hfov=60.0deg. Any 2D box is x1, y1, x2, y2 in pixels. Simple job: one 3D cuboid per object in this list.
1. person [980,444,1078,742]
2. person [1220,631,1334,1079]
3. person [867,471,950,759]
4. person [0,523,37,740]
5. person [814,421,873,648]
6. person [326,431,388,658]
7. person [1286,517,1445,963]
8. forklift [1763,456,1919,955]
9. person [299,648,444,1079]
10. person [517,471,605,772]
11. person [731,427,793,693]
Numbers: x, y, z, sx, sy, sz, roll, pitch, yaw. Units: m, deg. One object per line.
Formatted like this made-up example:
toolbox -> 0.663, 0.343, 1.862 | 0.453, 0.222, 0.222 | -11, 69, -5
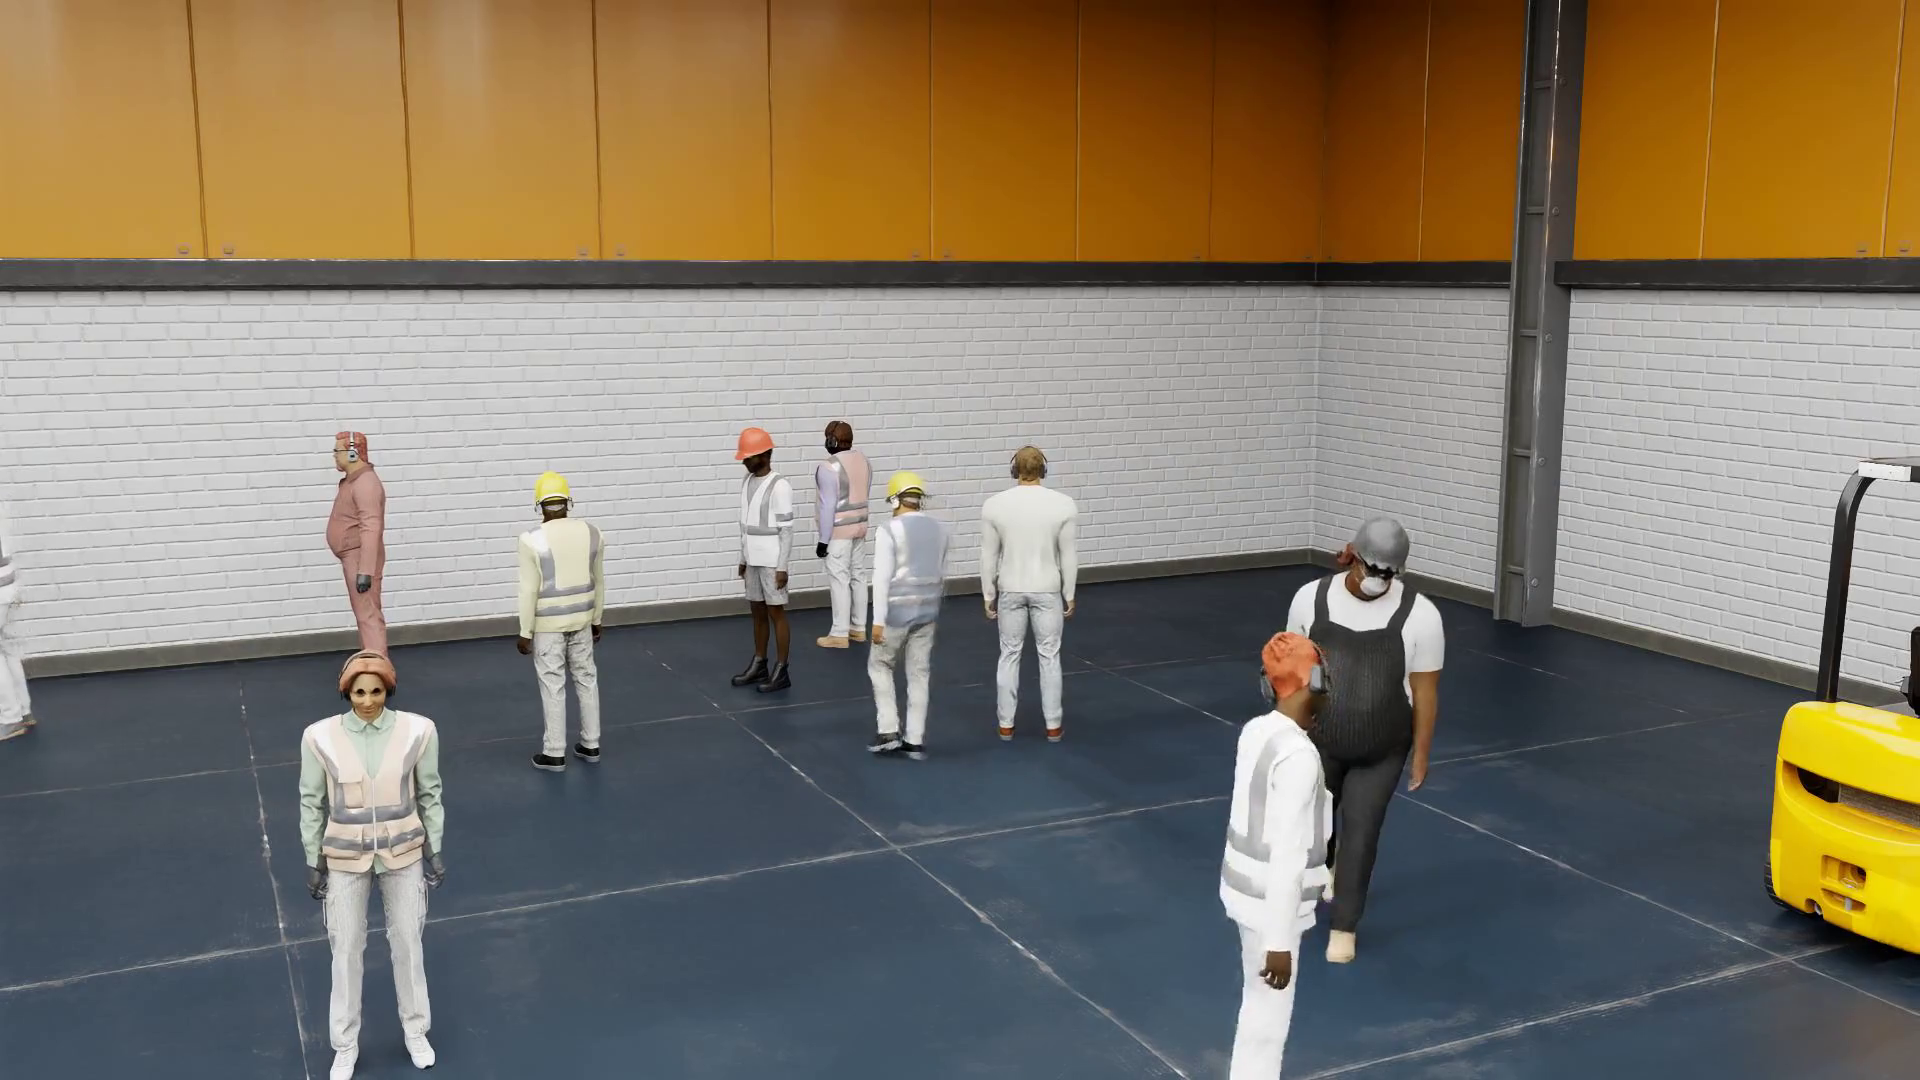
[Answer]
person -> 0.443, 0.349, 10.769 | 0.629, 1.931, 0.365 | 1, 9, 7
person -> 1.039, 1.249, 5.443 | 0.352, 1.857, 0.741 | 0, 9, 0
person -> -0.339, 0.468, 10.451 | 0.634, 1.786, 0.497 | -7, 12, -38
person -> -6.305, 0.378, 10.833 | 0.417, 1.847, 0.734 | -5, 10, -27
person -> -0.966, -0.047, 13.477 | 0.430, 1.845, 0.624 | 6, 11, 32
person -> -4.324, 0.167, 11.947 | 0.408, 1.906, 0.654 | -4, 10, -24
person -> 1.786, 0.821, 7.472 | 0.721, 2.000, 0.697 | 4, 10, 22
forklift -> 4.857, 0.731, 7.561 | 2.313, 2.155, 1.214 | -4, 10, -25
person -> -2.210, 1.213, 6.284 | 0.511, 1.640, 0.309 | -4, 10, -22
person -> -2.449, 0.493, 10.168 | 0.403, 1.827, 0.596 | 9, 13, 44
person -> -1.439, 0.141, 12.047 | 0.386, 1.927, 0.545 | -8, 12, -40
